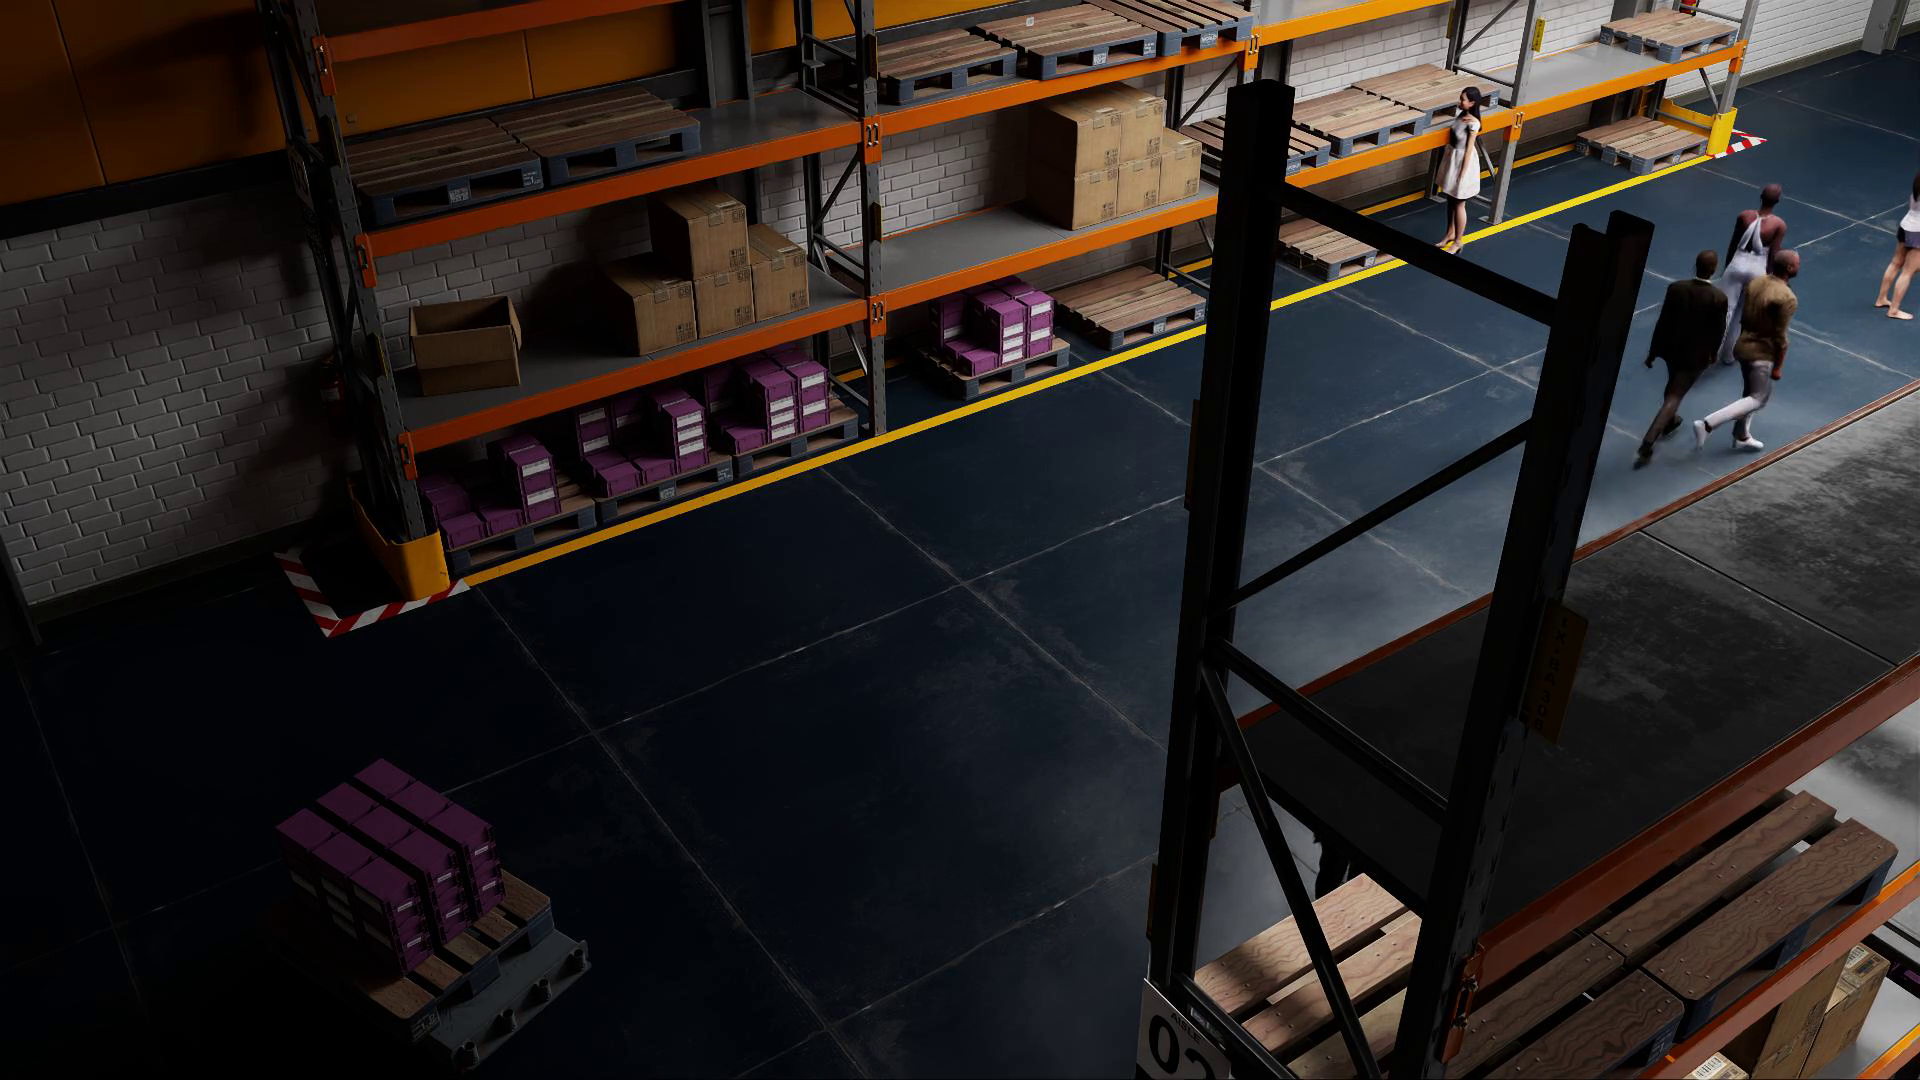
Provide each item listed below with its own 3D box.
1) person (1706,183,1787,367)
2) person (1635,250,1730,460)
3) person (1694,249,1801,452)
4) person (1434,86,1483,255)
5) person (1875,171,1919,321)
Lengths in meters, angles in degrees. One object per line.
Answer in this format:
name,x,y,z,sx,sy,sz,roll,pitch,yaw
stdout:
person,6.973,-2.304,14.833,0.780,1.768,0.989,21,39,28
person,5.875,-1.458,13.570,1.175,1.757,0.711,-27,42,-34
person,6.451,-1.496,13.584,1.099,1.804,0.985,-2,34,-4
person,5.121,-3.783,17.057,0.803,1.769,0.777,-2,34,-3
person,9.138,-2.968,15.886,0.719,1.707,0.677,3,34,4
